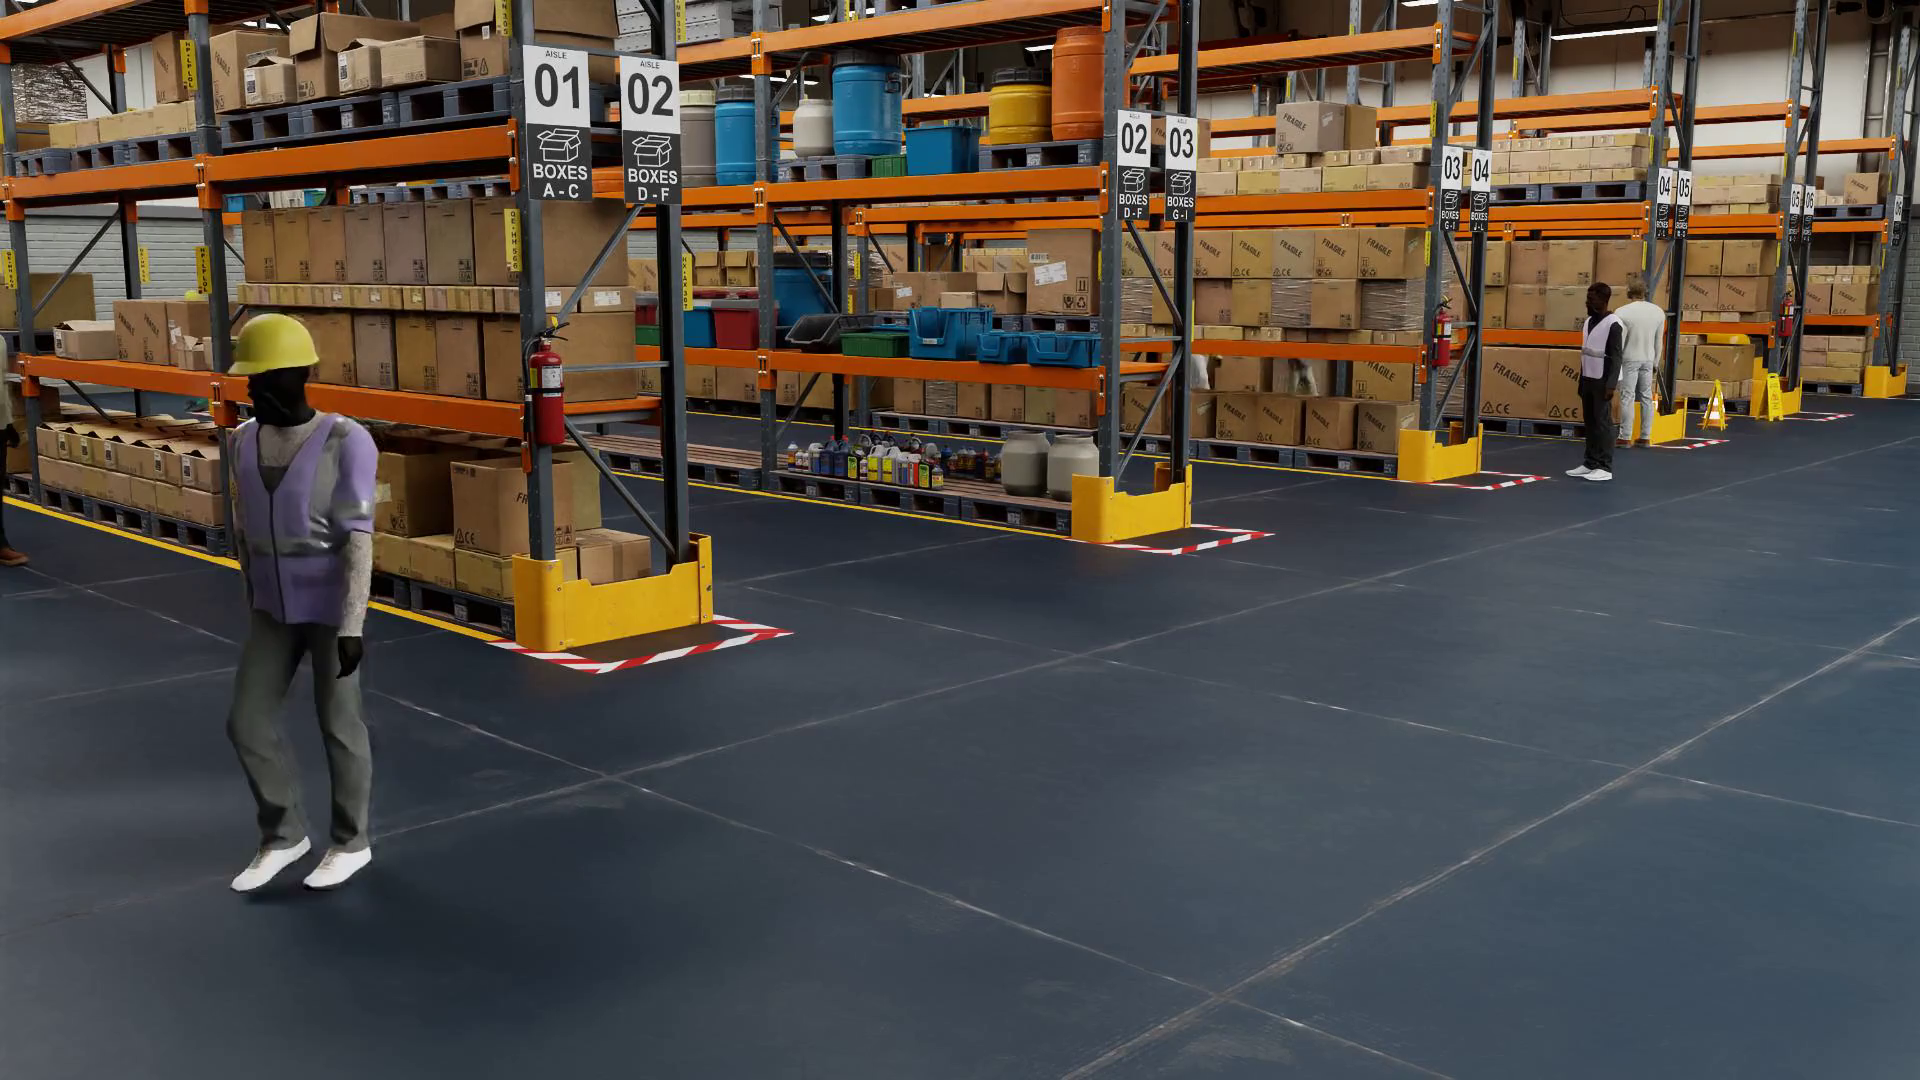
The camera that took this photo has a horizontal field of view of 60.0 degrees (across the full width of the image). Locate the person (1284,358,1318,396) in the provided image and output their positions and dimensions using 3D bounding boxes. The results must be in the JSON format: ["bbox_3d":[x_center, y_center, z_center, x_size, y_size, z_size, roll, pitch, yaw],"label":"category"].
[{"bbox_3d":[3.890,-1.991,19.247,0.504,1.837,0.914,-9,13,-44],"label":"person"}]

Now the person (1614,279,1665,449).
[{"bbox_3d":[7.753,-2.023,19.106,0.628,1.936,0.375,-2,9,-11],"label":"person"}]

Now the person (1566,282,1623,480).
[{"bbox_3d":[6.258,-1.553,16.282,0.372,1.915,0.596,-1,9,-8],"label":"person"}]

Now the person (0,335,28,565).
[{"bbox_3d":[-6.715,-0.793,11.391,0.401,1.990,0.622,2,10,13],"label":"person"}]

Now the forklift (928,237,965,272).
[{"bbox_3d":[-0.326,-5.817,39.609,1.129,2.768,1.873,9,13,43],"label":"forklift"}]

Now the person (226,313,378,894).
[{"bbox_3d":[-2.163,0.229,5.400,0.587,1.908,0.578,3,10,16],"label":"person"}]

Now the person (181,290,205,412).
[{"bbox_3d":[-11.019,-2.714,23.896,0.552,1.742,0.424,2,9,11],"label":"person"}]

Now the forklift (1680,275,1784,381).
[{"bbox_3d":[12.480,-3.427,27.053,1.214,2.155,2.313,9,13,43],"label":"forklift"}]

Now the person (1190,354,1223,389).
[{"bbox_3d":[3.281,-2.451,22.037,0.956,1.835,0.587,8,12,41],"label":"person"}]
